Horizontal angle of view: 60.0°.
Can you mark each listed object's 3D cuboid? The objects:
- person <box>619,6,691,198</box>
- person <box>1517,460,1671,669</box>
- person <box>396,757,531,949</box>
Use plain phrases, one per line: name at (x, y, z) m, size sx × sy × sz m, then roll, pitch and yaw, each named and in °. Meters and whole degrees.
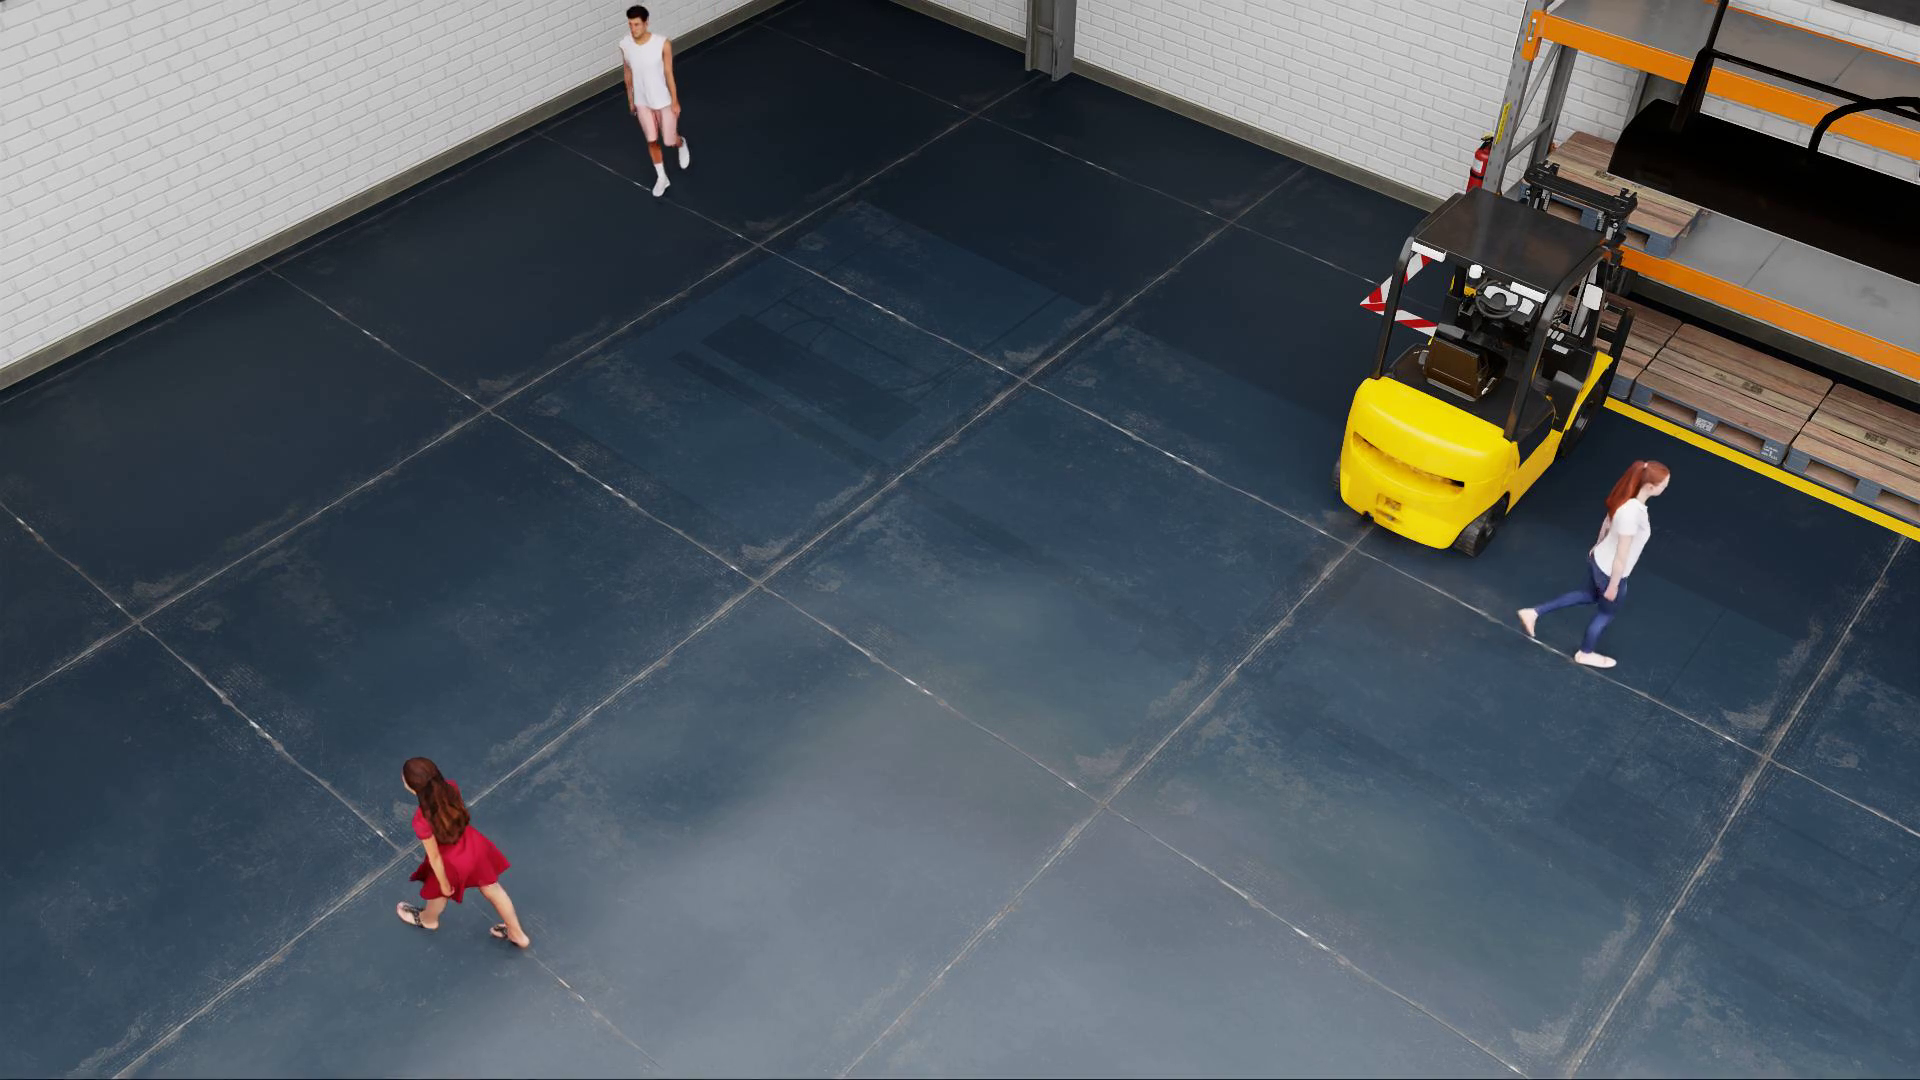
person at (-2.694, -3.981, 14.875) m, size 0.955 × 1.769 × 0.950 m, roll 8°, pitch 44°, yaw 9°
person at (4.023, 0.159, 10.565) m, size 1.006 × 1.719 × 0.833 m, roll 8°, pitch 44°, yaw 8°
person at (-2.674, 1.747, 9.047) m, size 1.077 × 1.513 × 0.772 m, roll 15°, pitch 45°, yaw 15°
